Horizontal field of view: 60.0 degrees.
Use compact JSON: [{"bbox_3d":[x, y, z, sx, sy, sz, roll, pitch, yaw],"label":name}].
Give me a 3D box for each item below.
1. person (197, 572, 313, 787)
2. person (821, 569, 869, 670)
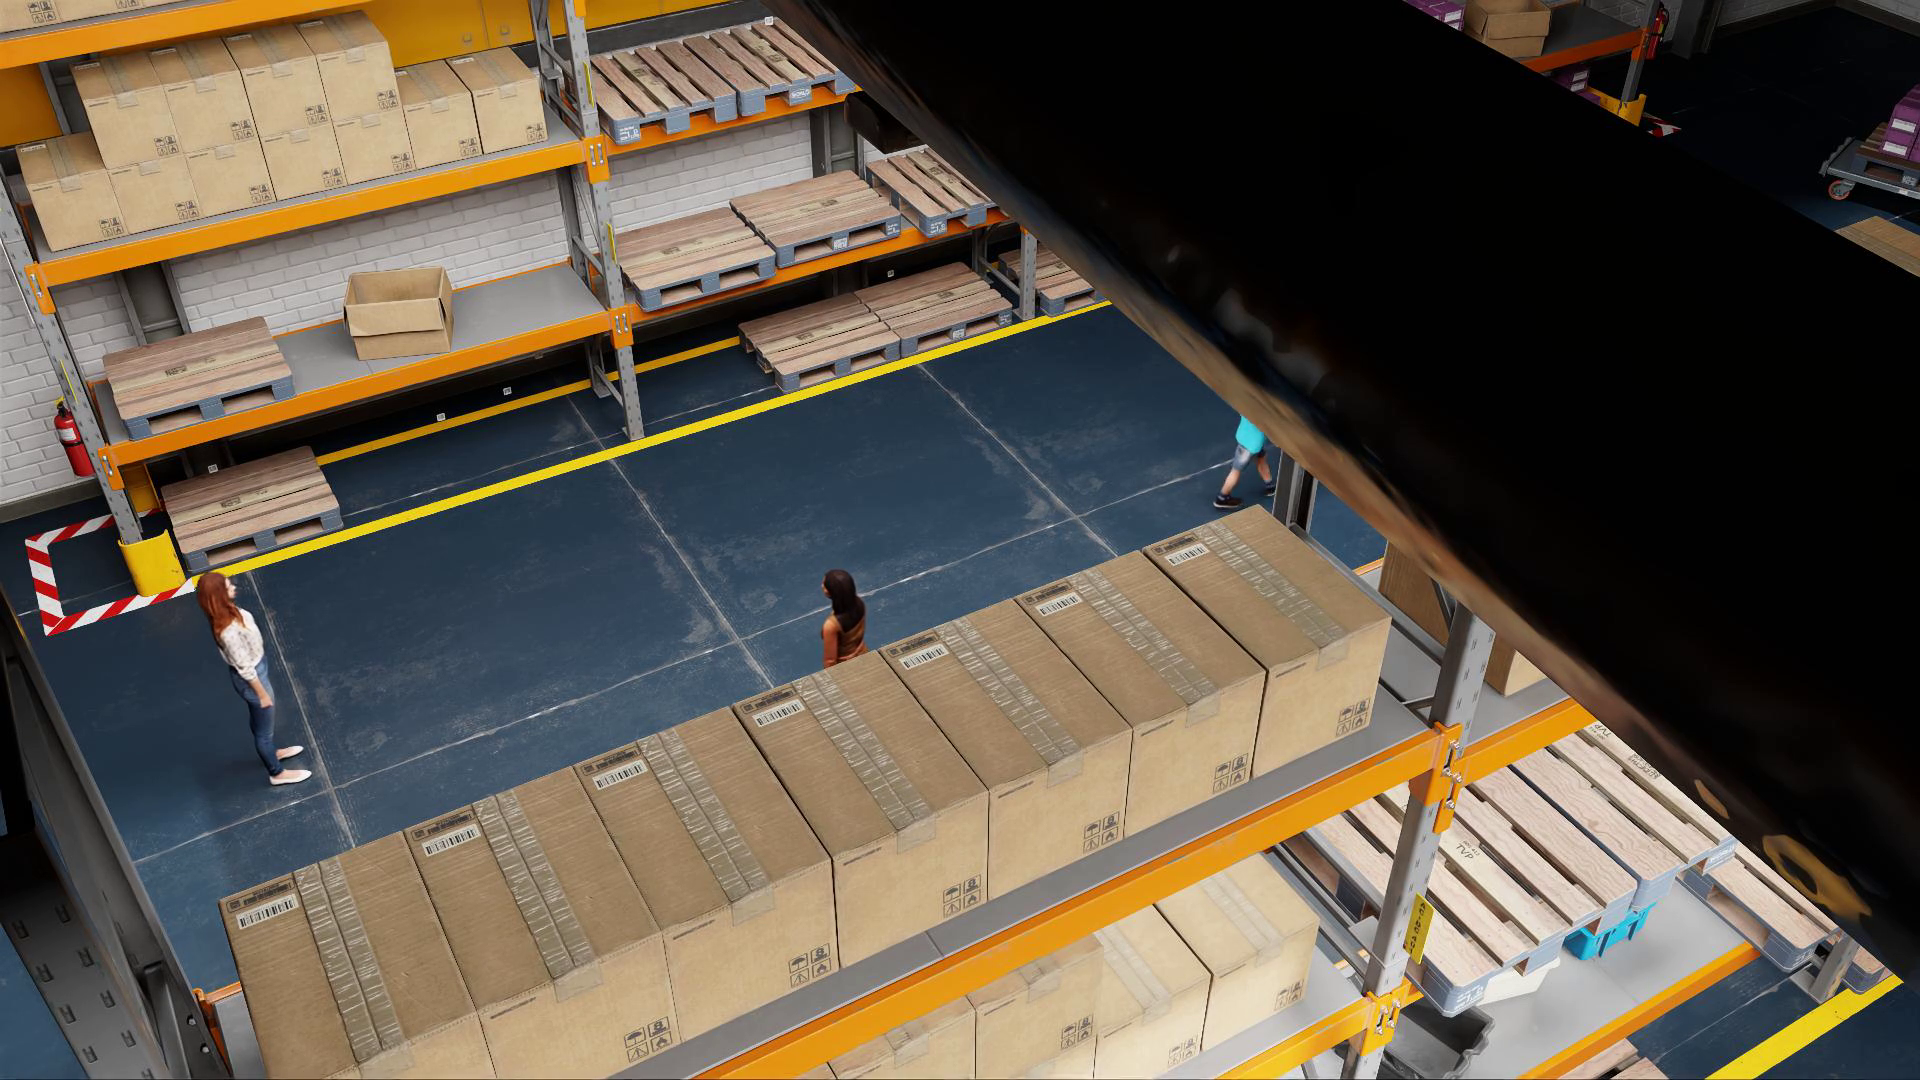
[{"bbox_3d":[-4.637,0.889,10.843,0.505,1.729,0.576,-18,42,-21],"label":"person"},{"bbox_3d":[-0.737,0.859,10.917,0.701,1.684,0.606,18,42,21],"label":"person"}]
